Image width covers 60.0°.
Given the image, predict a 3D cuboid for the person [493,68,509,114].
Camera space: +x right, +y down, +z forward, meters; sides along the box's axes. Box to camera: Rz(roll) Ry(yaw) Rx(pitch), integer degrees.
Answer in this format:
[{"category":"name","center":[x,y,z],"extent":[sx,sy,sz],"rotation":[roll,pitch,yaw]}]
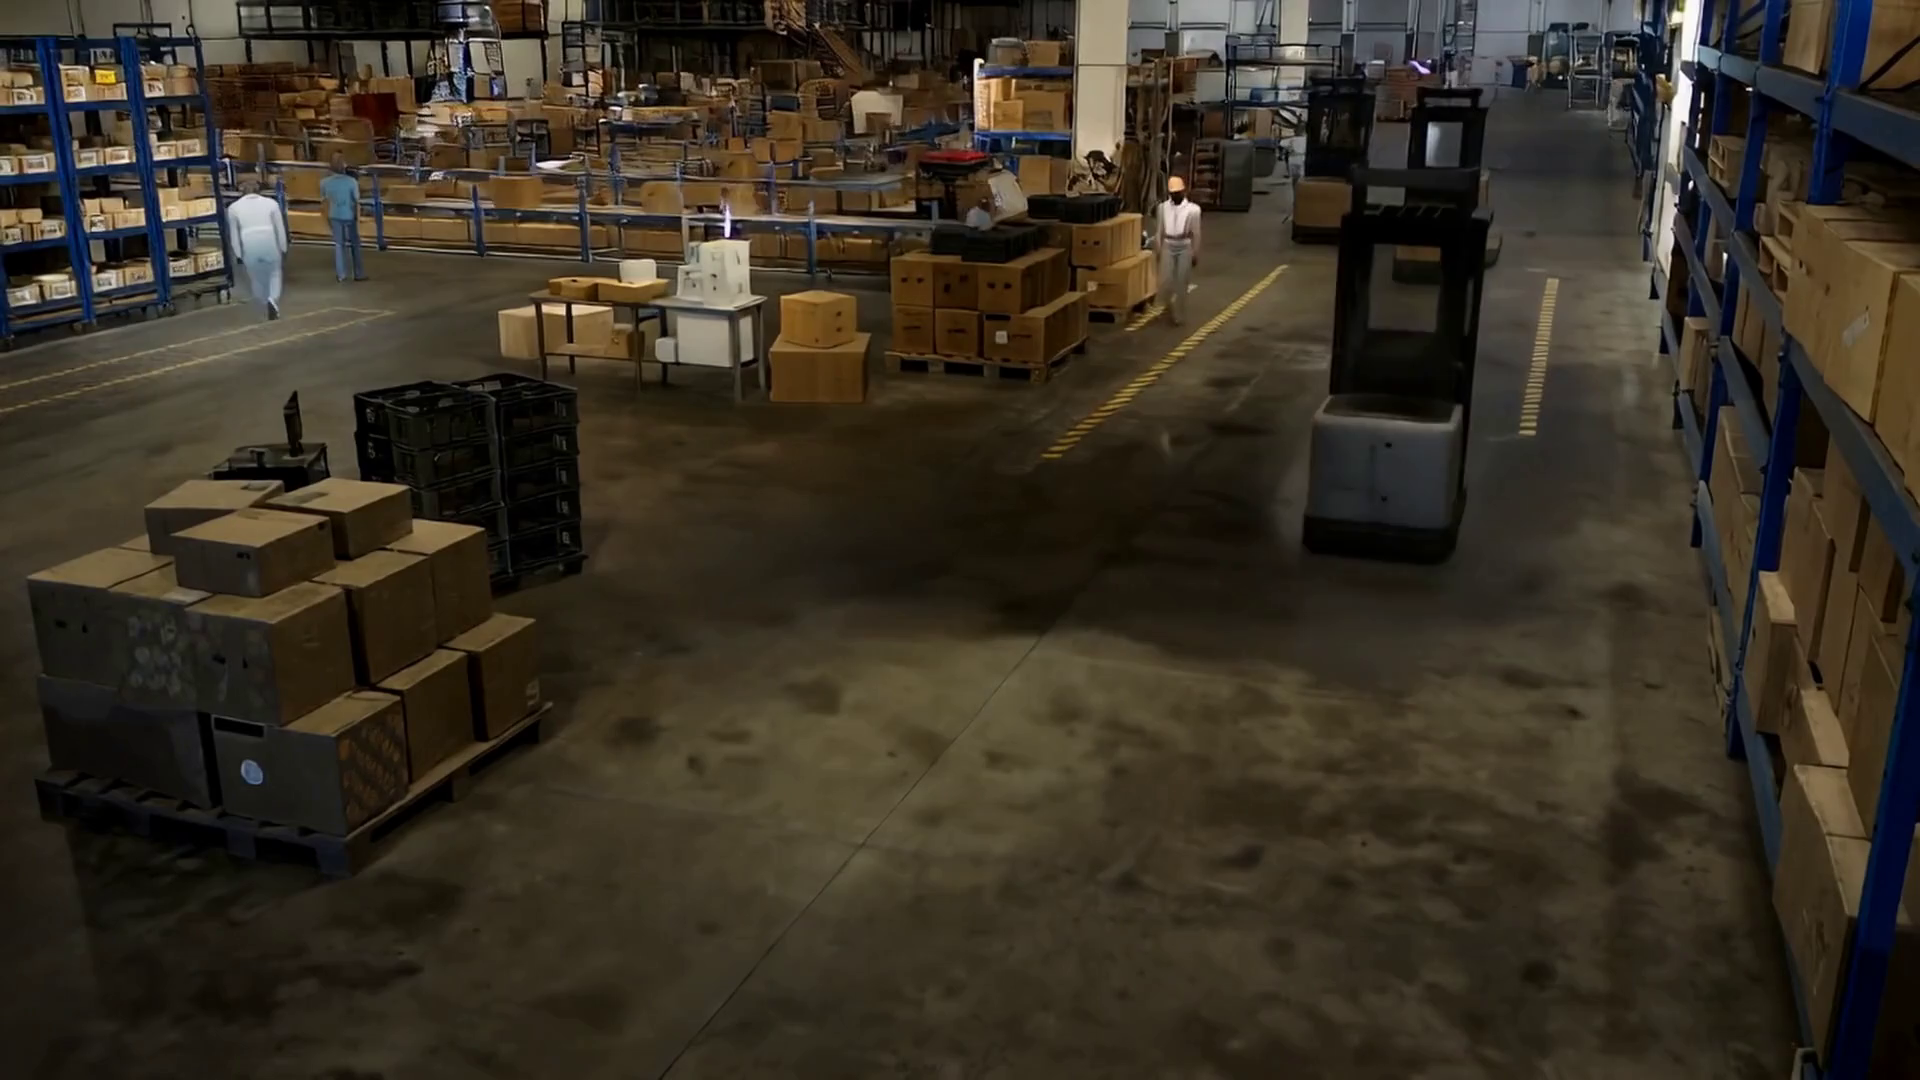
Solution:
[{"category":"person","center":[-18.119,-17.723,65.651],"extent":[0.533,1.767,0.324],"rotation":[-4,18,-13]}]

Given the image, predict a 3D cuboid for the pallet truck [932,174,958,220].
[{"category":"pallet truck","center":[-0.507,-5.292,27.348],"extent":[0.653,1.274,1.630],"rotation":[6,19,19]}]

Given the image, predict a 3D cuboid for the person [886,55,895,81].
[{"category":"person","center":[-3.131,-20.694,74.576],"extent":[0.422,2.028,0.612],"rotation":[-6,19,-18]}]

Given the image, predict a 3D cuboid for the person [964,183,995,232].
[{"category":"person","center":[0.214,-3.712,21.570],"extent":[0.866,1.804,0.584],"rotation":[8,19,23]}]

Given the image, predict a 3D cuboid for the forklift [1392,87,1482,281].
[{"category":"forklift","center":[7.264,-5.399,25.119],"extent":[1.129,2.768,1.873],"rotation":[6,19,19]}]

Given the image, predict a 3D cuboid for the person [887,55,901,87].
[{"category":"person","center":[-3.139,-22.000,78.828],"extent":[0.657,1.925,0.442],"rotation":[-1,18,-4]}]

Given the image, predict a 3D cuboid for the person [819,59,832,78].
[{"category":"person","center":[-5.665,-19.111,69.566],"extent":[0.982,2.000,0.683],"rotation":[11,21,30]}]

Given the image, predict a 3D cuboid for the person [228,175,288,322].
[{"category":"person","center":[-9.124,-3.797,21.690],"extent":[0.672,1.891,0.420],"rotation":[-5,18,-15]}]

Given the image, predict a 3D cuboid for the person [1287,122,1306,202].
[{"category":"person","center":[7.132,-7.951,35.072],"extent":[0.543,1.681,0.594],"rotation":[8,19,24]}]

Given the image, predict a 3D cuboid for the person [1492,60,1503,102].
[{"category":"person","center":[23.921,-20.397,73.955],"extent":[0.431,1.835,0.624],"rotation":[6,19,18]}]

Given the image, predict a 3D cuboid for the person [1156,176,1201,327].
[{"category":"person","center":[2.757,-3.670,21.244],"extent":[0.623,1.913,0.734],"rotation":[7,19,21]}]

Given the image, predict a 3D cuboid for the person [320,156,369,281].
[{"category":"person","center":[-9.238,-4.801,24.914],"extent":[0.563,1.850,0.390],"rotation":[0,18,-2]}]

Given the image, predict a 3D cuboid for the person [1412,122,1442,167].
[{"category":"person","center":[9.676,-7.924,34.714],"extent":[0.653,1.865,0.901],"rotation":[-5,18,-16]}]

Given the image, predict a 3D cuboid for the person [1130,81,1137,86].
[{"category":"person","center":[9.392,-25.409,89.796],"extent":[0.533,1.772,0.297],"rotation":[-1,18,-2]}]

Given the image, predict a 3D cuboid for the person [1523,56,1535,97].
[{"category":"person","center":[26.944,-21.942,78.749],"extent":[0.661,1.870,0.345],"rotation":[-16,23,-40]}]

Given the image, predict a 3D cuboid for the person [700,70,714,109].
[{"category":"person","center":[-9.369,-16.346,61.235],"extent":[0.999,1.837,0.583],"rotation":[7,19,22]}]

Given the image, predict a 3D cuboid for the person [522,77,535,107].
[{"category":"person","center":[-14.027,-14.152,54.291],"extent":[0.534,1.859,0.334],"rotation":[11,21,31]}]

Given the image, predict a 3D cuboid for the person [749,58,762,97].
[{"category":"person","center":[-8.968,-20.188,73.139],"extent":[0.594,1.922,0.375],"rotation":[-12,21,-33]}]

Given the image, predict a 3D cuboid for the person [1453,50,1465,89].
[{"category":"person","center":[26.115,-24.645,87.069],"extent":[0.633,1.983,0.461],"rotation":[14,22,37]}]

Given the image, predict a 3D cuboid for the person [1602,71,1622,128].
[{"category":"person","center":[22.632,-15.302,57.820],"extent":[0.568,1.909,0.771],"rotation":[-5,18,-14]}]

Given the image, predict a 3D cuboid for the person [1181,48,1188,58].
[{"category":"person","center":[12.894,-27.312,95.607],"extent":[0.653,1.876,0.921],"rotation":[-15,23,-38]}]

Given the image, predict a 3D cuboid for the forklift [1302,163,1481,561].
[{"category":"forklift","center":[3.350,-1.439,12.678],"extent":[1.129,2.768,1.873],"rotation":[6,19,19]}]

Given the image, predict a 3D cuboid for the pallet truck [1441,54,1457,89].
[{"category":"pallet truck","center":[22.765,-21.886,78.355],"extent":[0.823,1.965,1.885],"rotation":[-4,18,-14]}]

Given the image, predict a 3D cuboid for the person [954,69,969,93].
[{"category":"person","center":[0.073,-16.219,60.697],"extent":[0.546,1.911,0.881],"rotation":[4,18,13]}]

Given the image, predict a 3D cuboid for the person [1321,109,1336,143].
[{"category":"person","center":[10.436,-11.774,47.071],"extent":[0.317,1.695,0.540],"rotation":[-13,22,-36]}]

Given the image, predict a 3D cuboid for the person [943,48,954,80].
[{"category":"person","center":[-0.625,-26.152,91.856],"extent":[0.602,1.939,0.399],"rotation":[2,18,7]}]

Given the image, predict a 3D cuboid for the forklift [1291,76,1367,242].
[{"category":"forklift","center":[6.598,-6.755,29.381],"extent":[1.129,2.768,1.873],"rotation":[6,19,19]}]

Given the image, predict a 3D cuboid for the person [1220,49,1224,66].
[{"category":"person","center":[14.402,-26.127,91.796],"extent":[0.542,1.928,0.374],"rotation":[-13,22,-34]}]
